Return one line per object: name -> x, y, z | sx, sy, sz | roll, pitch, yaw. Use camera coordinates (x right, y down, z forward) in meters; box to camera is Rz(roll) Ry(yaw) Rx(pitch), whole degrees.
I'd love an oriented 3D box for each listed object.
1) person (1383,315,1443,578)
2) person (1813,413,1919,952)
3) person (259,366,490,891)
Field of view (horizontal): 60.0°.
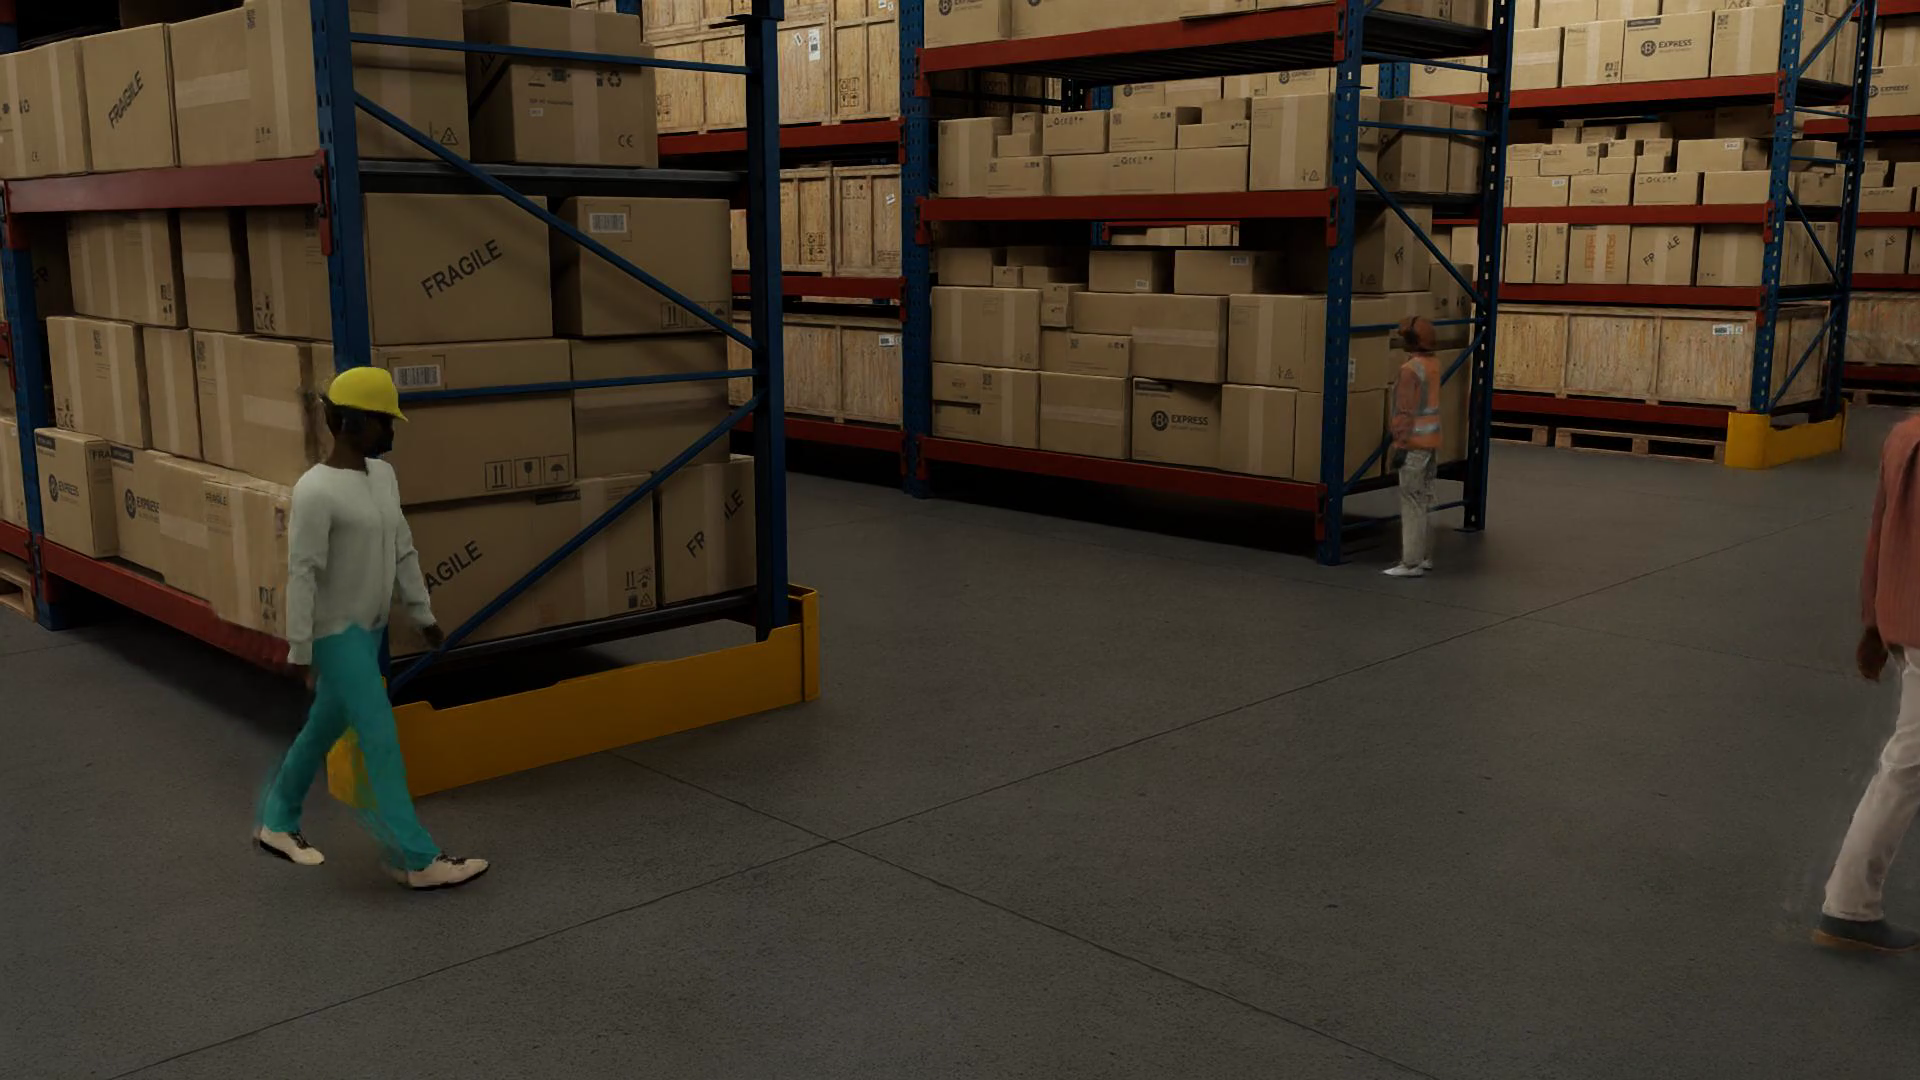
person -> 2.857, -0.582, 10.421 | 0.310, 1.636, 0.522 | 7, 13, 34
person -> 2.973, 0.273, 4.935 | 0.695, 1.985, 0.634 | 1, 10, 4
person -> -2.013, 0.285, 5.499 | 0.899, 1.708, 0.519 | 1, 10, 7
